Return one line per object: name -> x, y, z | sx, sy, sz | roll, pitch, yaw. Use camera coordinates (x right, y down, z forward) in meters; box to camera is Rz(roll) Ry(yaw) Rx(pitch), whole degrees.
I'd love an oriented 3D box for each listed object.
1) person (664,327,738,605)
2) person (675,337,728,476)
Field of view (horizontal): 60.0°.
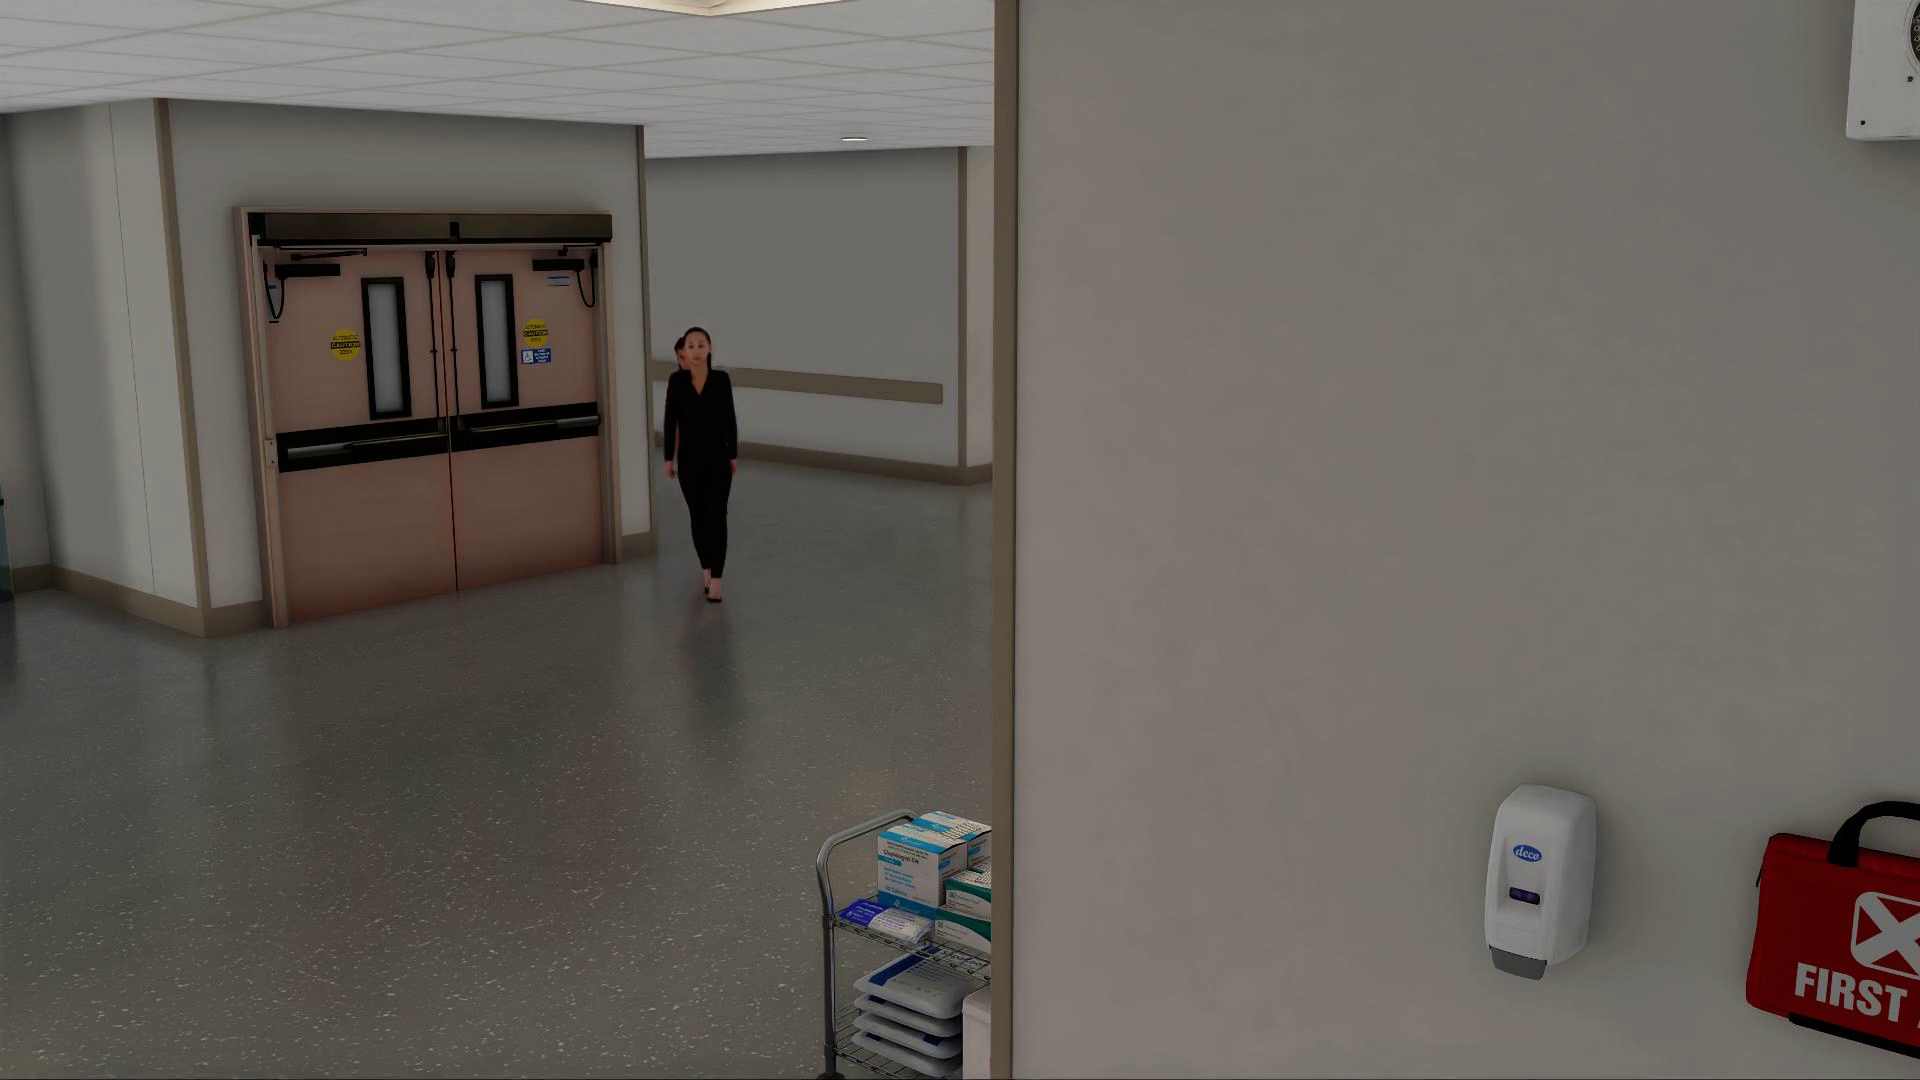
person -> -1.595, -0.459, 10.324 | 0.905, 1.680, 0.956 | -1, 11, -6
person -> -1.876, -0.701, 12.008 | 0.878, 1.529, 0.966 | 0, 11, -2
